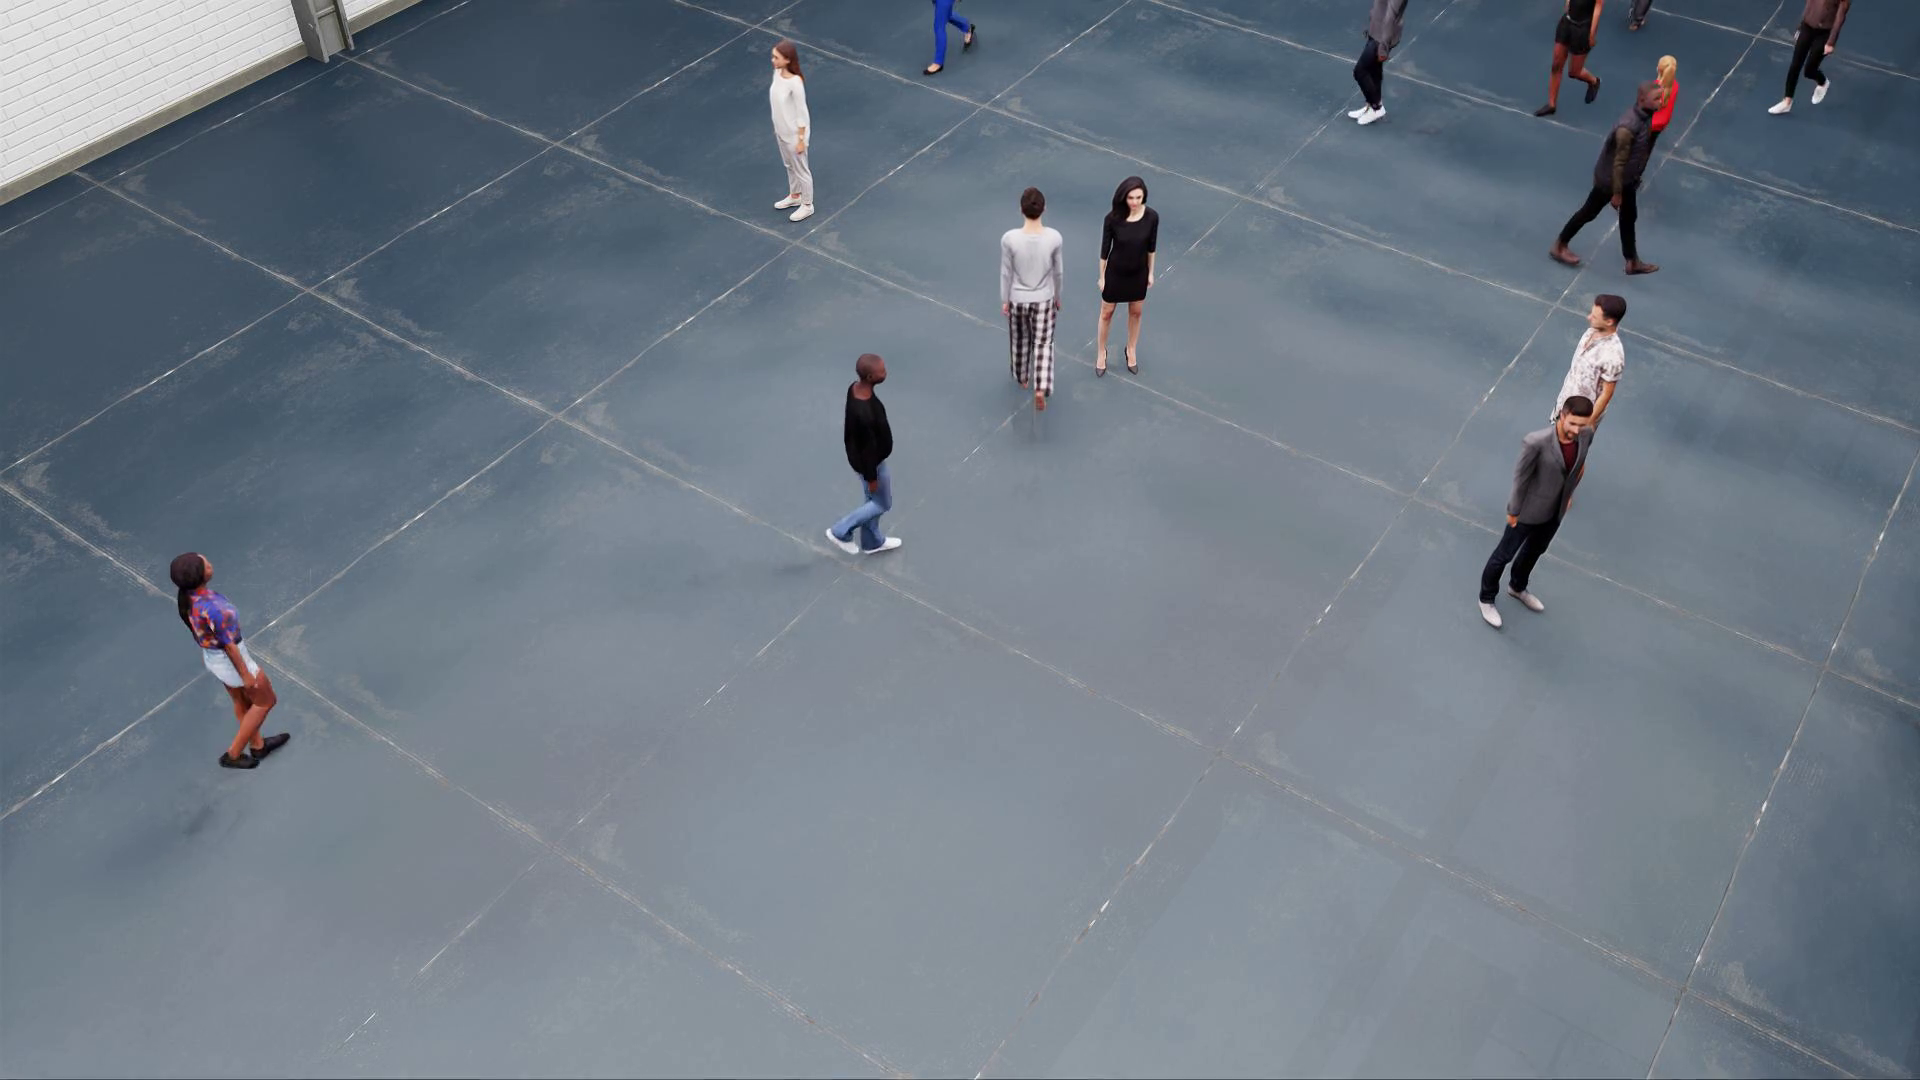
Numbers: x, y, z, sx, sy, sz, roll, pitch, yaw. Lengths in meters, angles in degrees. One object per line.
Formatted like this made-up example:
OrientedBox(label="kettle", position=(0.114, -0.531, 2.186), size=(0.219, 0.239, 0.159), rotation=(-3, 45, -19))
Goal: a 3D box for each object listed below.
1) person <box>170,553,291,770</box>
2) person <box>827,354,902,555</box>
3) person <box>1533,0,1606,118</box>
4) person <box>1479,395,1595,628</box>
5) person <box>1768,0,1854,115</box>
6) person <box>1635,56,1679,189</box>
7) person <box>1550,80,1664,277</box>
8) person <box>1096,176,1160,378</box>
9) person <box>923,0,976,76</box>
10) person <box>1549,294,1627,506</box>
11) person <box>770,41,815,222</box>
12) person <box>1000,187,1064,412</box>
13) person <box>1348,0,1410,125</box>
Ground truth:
OrientedBox(label="person", position=(-4.495, 0.795, 10.069), size=(0.669, 1.733, 0.748), rotation=(31, 52, 28))
OrientedBox(label="person", position=(-0.717, -0.540, 11.468), size=(0.906, 1.735, 0.840), rotation=(-9, 44, -9))
OrientedBox(label="person", position=(6.012, -4.901, 16.056), size=(0.987, 1.722, 0.829), rotation=(-20, 47, -20))
OrientedBox(label="person", position=(3.845, -0.235, 11.049), size=(0.744, 1.871, 0.844), rotation=(-15, 46, -16))
OrientedBox(label="person", position=(8.355, -4.906, 16.085), size=(0.938, 1.689, 0.831), rotation=(-18, 46, -18))
OrientedBox(label="person", position=(6.332, -3.785, 15.209), size=(0.612, 1.272, 0.657), rotation=(1, 44, 1))
OrientedBox(label="person", position=(5.467, -3.076, 14.094), size=(0.866, 1.784, 1.115), rotation=(31, 51, 28))
OrientedBox(label="person", position=(1.302, -2.057, 13.010), size=(0.650, 1.805, 0.687), rotation=(-3, 44, -3))
OrientedBox(label="person", position=(-0.103, -5.616, 16.841), size=(1.115, 1.673, 0.754), rotation=(-34, 53, -30))
OrientedBox(label="person", position=(4.472, -1.003, 11.896), size=(0.812, 1.815, 0.714), rotation=(-1, 44, -1))
OrientedBox(label="person", position=(-1.493, -3.641, 14.758), size=(0.637, 1.687, 0.667), rotation=(-26, 50, -25))
OrientedBox(label="person", position=(0.553, -1.801, 12.722), size=(0.947, 1.831, 1.070), rotation=(0, 44, 0))
OrientedBox(label="person", position=(4.122, -4.818, 15.906), size=(0.918, 1.807, 0.769), rotation=(6, 44, 6))
